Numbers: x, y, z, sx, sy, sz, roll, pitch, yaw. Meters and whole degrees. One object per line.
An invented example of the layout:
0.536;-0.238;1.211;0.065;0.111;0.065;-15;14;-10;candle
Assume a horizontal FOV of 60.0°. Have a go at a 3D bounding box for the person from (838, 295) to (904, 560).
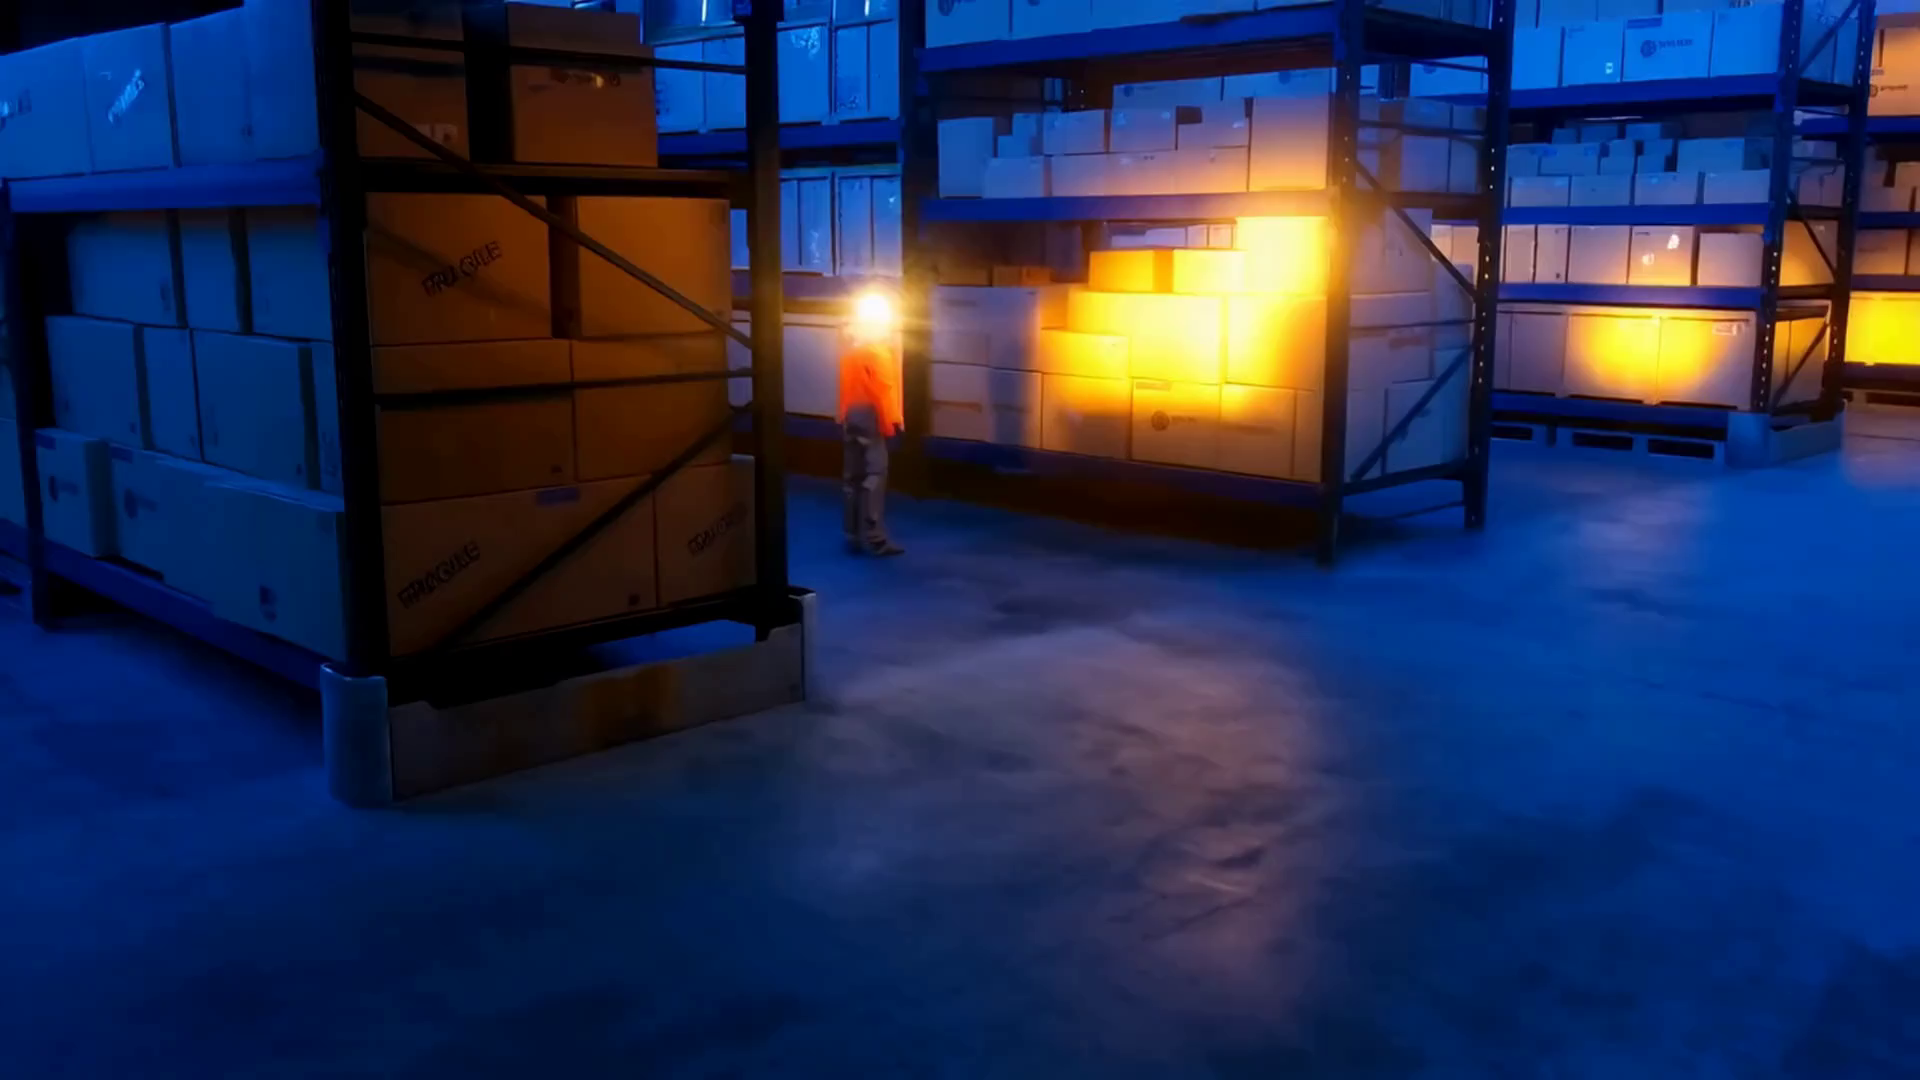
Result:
-0.590;-0.745;11.024;0.324;1.740;0.492;-10;14;-44;person
